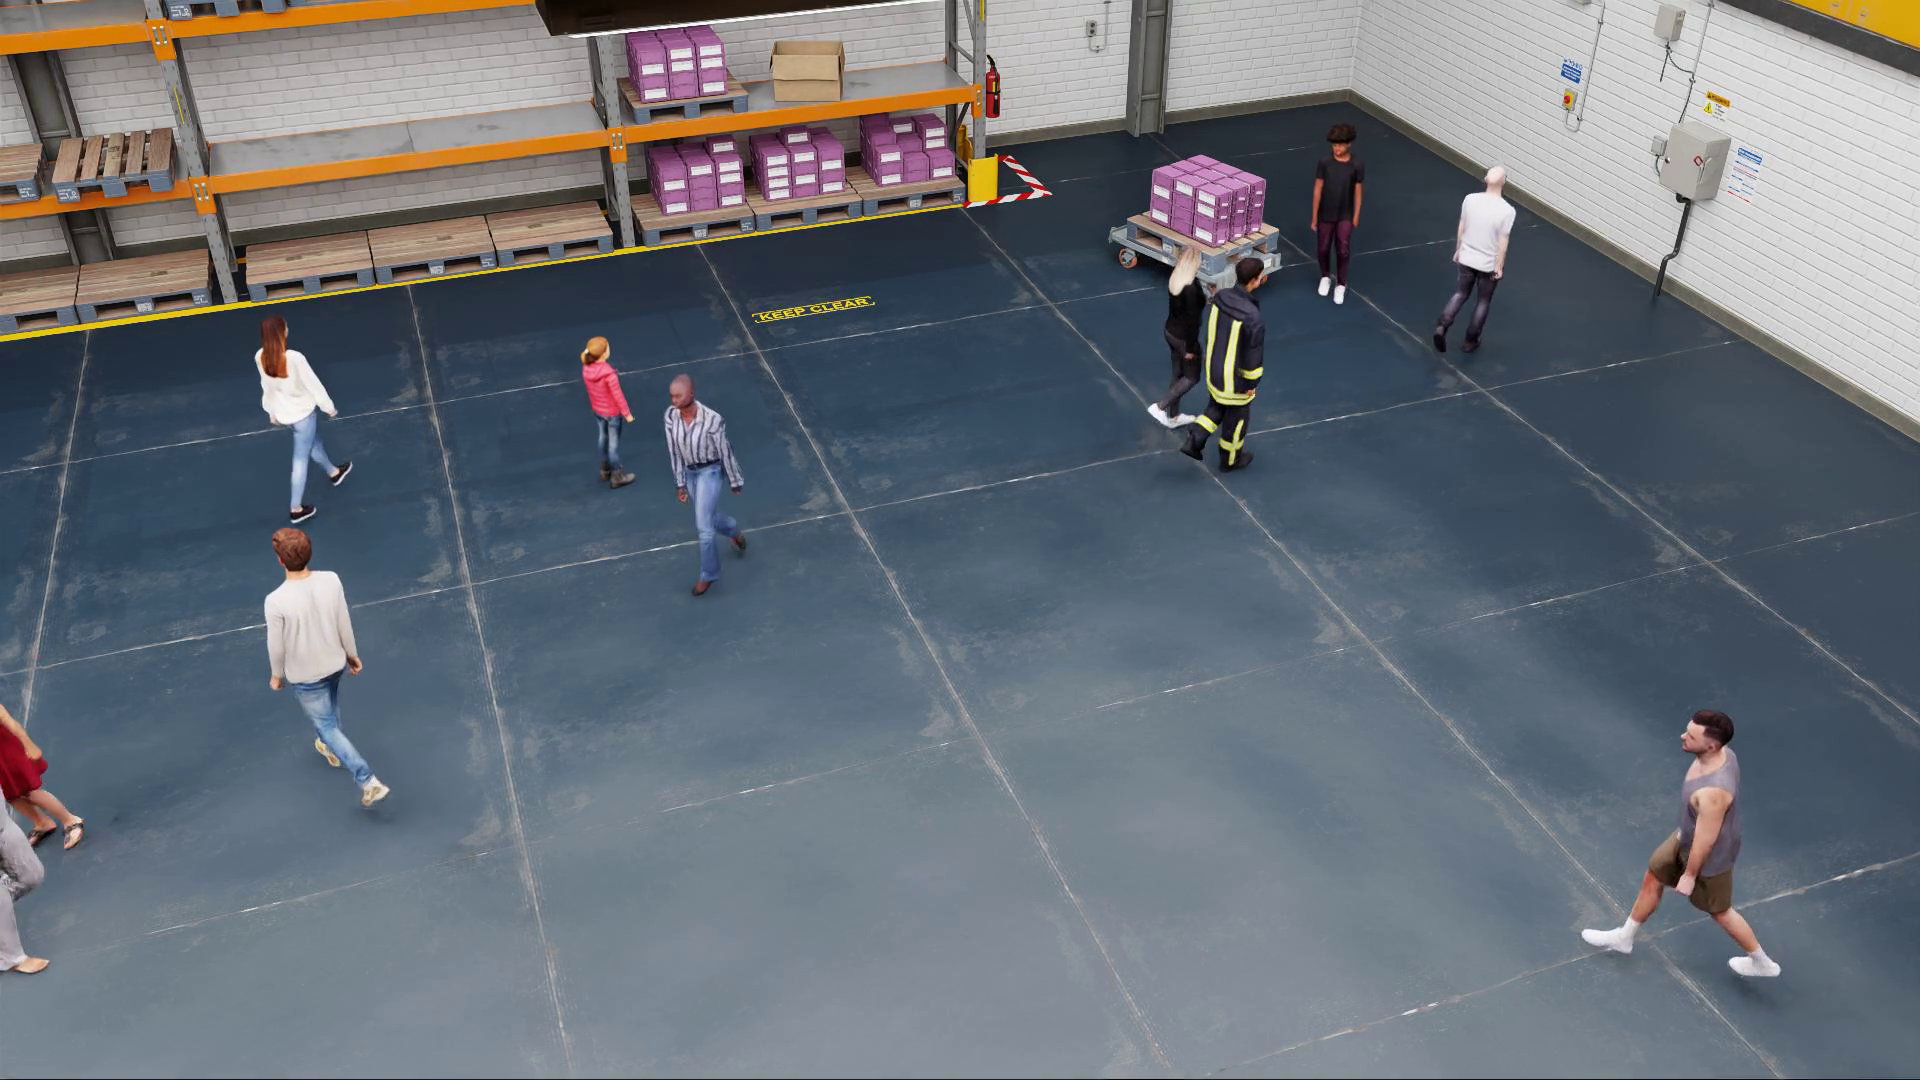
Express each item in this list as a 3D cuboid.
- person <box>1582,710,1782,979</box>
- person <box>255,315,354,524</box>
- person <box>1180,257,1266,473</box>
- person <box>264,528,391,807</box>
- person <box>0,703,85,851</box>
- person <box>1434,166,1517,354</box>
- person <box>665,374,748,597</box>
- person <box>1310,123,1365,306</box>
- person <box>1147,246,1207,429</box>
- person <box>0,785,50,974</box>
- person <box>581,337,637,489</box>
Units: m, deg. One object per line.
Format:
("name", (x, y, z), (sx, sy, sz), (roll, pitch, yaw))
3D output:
("person", (4.081, 1.682, 8.891), (1.309, 1.779, 1.162), (12, 35, 17))
("person", (-5.187, -0.917, 12.950), (1.076, 1.650, 1.132), (13, 36, 19))
("person", (2.121, -1.374, 13.401), (0.964, 1.912, 0.876), (-18, 37, -24))
("person", (-3.874, 0.818, 10.140), (1.123, 1.871, 1.214), (24, 40, 31))
("person", (-5.653, 1.224, 9.845), (0.743, 1.522, 0.844), (-3, 34, -5))
("person", (4.701, -2.502, 15.189), (0.921, 1.812, 1.080), (27, 42, 34))
("person", (-1.834, -0.474, 12.194), (1.028, 1.749, 1.099), (12, 35, 17))
("person", (3.705, -3.262, 16.383), (0.836, 1.755, 0.886), (9, 35, 13))
("person", (1.791, -1.663, 14.052), (0.697, 1.673, 0.619), (-12, 35, -17))
("person", (-5.398, 1.634, 9.053), (0.865, 1.717, 0.819), (5, 34, 8))
("person", (-2.860, -1.020, 13.410), (0.611, 1.313, 0.642), (27, 42, 34))
